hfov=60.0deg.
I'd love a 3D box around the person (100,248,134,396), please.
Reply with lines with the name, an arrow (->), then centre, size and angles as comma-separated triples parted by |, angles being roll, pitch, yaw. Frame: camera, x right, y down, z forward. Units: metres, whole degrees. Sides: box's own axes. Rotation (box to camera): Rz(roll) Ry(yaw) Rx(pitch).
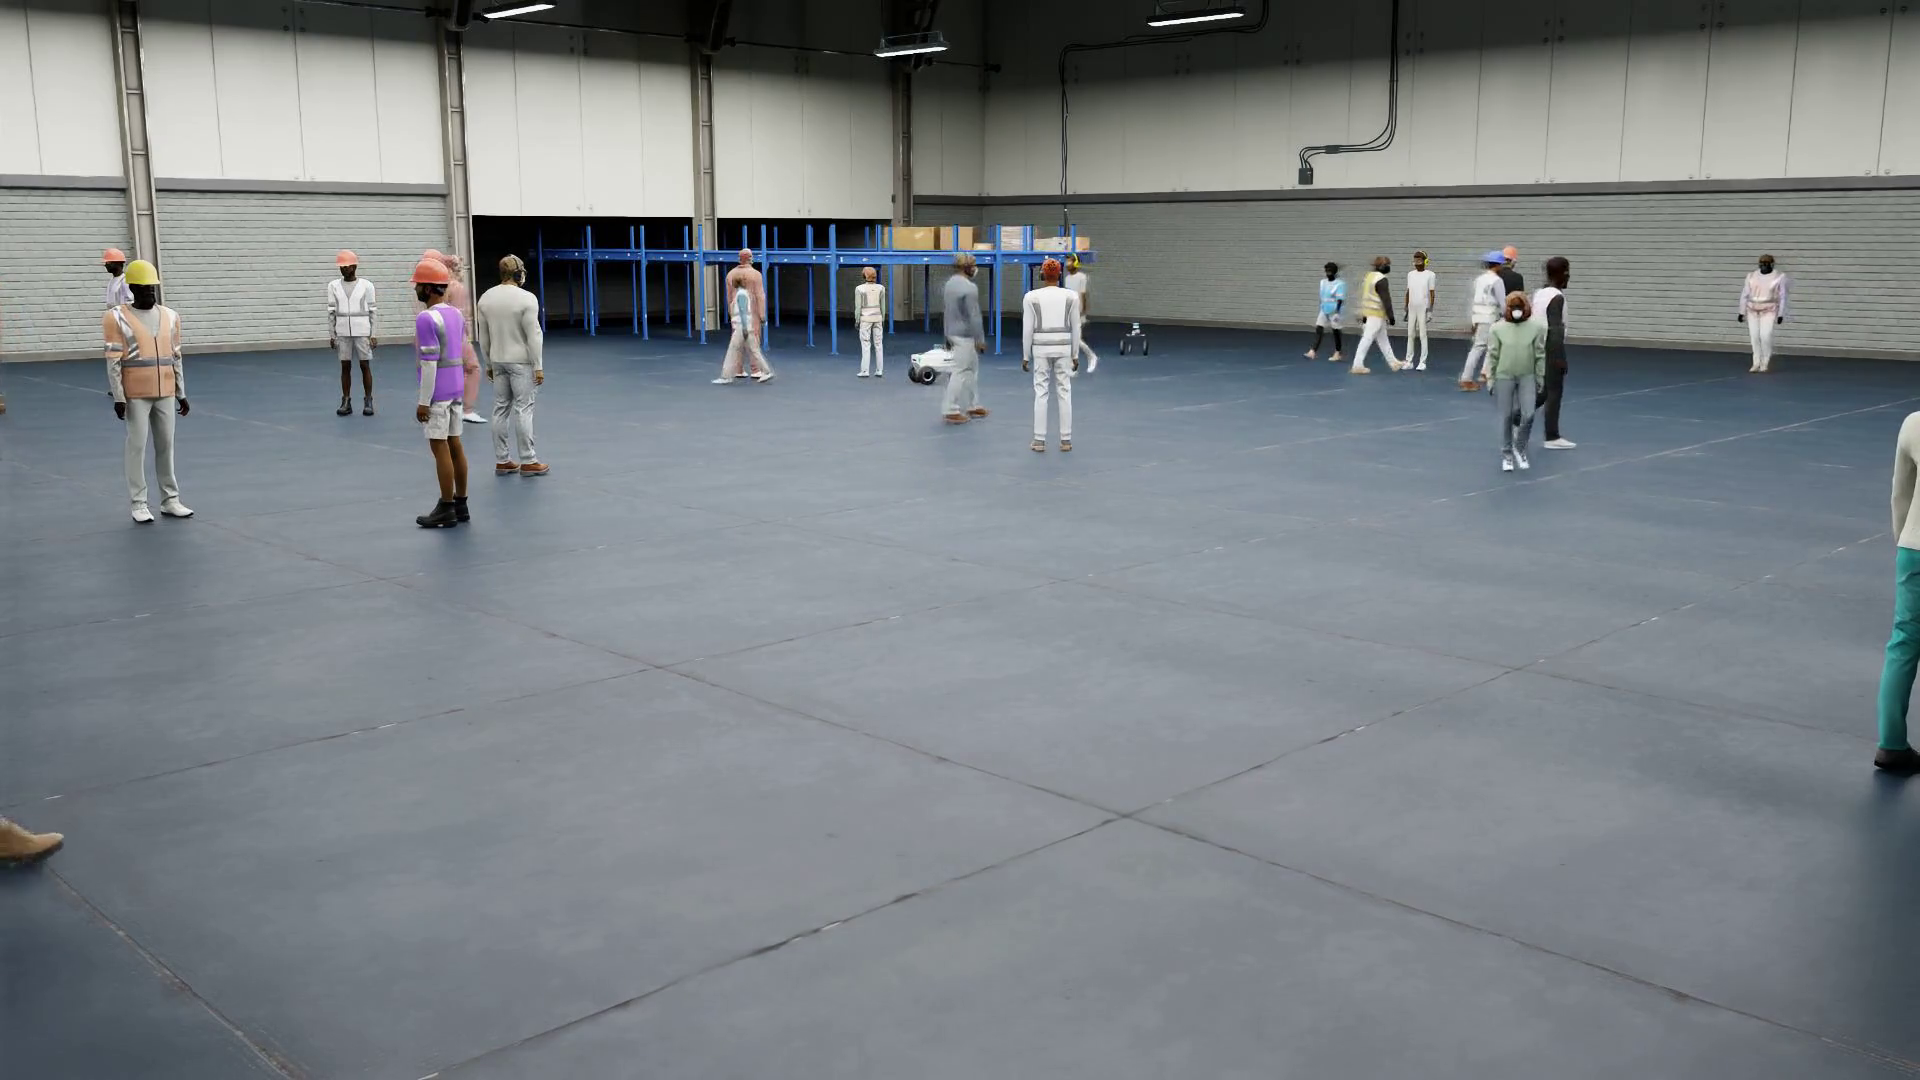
person -> -10.984, -2.833, 21.760 | 0.545, 1.938, 0.356 | 8, 13, 39

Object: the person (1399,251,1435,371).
person -> 7.209, -3.610, 26.198 | 0.508, 1.865, 0.329 | 10, 14, 44

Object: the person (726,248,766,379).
person -> -3.144, -3.364, 24.720 | 0.651, 1.913, 0.410 | 6, 12, 29

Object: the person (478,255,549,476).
person -> -3.956, -1.545, 14.728 | 0.635, 1.937, 0.352 | 5, 11, 24

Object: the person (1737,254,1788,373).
person -> 12.356, -3.493, 25.681 | 0.584, 1.820, 0.624 | -9, 14, -41

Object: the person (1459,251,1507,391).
person -> 7.294, -2.983, 22.697 | 1.008, 1.883, 0.600 | -1, 10, -7

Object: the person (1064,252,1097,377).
person -> 1.766, -3.376, 24.943 | 0.554, 1.855, 0.533 | -7, 13, -35

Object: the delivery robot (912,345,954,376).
delivery robot -> -0.323, -2.575, 23.987 | 0.707, 0.478, 0.477 | -4, 11, -19

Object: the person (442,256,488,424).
person -> -5.561, -2.183, 18.362 | 0.666, 1.876, 0.661 | 10, 14, 43

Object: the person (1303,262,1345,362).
person -> 6.098, -3.774, 27.640 | 0.862, 1.648, 0.543 | -8, 13, -38

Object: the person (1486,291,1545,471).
person -> 4.981, -1.420, 14.922 | 0.520, 1.613, 0.421 | 2, 11, 10

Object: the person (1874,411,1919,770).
person -> 3.821, 0.065, 6.420 | 0.315, 1.770, 0.524 | -2, 11, -12

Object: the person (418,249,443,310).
person -> -6.406, -2.580, 20.377 | 0.362, 1.935, 0.553 | -6, 12, -28

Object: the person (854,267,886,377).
person -> -1.343, -3.260, 24.899 | 0.521, 1.640, 0.307 | -7, 12, -32

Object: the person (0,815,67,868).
person -> -3.497, 0.294, 5.478 | 0.788, 1.659, 0.544 | -6, 12, -28

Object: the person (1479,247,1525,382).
person -> 7.894, -3.256, 24.057 | 1.052, 1.939, 0.642 | -6, 12, -31

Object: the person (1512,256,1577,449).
person -> 5.859, -1.871, 16.598 | 0.581, 1.912, 0.608 | 1, 10, 5

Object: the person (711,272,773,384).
person -> -3.098, -3.024, 23.750 | 0.875, 1.597, 0.527 | -1, 10, -5

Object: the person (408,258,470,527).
person -> -3.820, -1.078, 12.174 | 0.350, 1.942, 0.545 | 1, 10, 8

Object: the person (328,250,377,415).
person -> -7.173, -2.445, 19.645 | 0.551, 1.935, 0.375 | -1, 10, -6

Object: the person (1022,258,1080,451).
person -> 0.900, -1.827, 16.425 | 0.574, 1.882, 0.355 | -1, 10, -5

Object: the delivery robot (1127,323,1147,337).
delivery robot -> 3.149, -3.764, 29.758 | 0.335, 0.223, 0.698 | 2, 11, 13

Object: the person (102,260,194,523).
person -> -6.035, -1.110, 12.391 | 0.362, 1.928, 0.587 | 6, 12, 32

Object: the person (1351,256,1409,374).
person -> 6.478, -3.449, 25.512 | 0.953, 1.788, 0.652 | 0, 10, -1

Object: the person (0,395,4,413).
person -> -11.364, -2.334, 18.953 | 0.683, 1.967, 0.626 | 5, 11, 25

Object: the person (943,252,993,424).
person -> 0.148, -2.291, 18.868 | 0.812, 1.908, 0.649 | -5, 11, -23
